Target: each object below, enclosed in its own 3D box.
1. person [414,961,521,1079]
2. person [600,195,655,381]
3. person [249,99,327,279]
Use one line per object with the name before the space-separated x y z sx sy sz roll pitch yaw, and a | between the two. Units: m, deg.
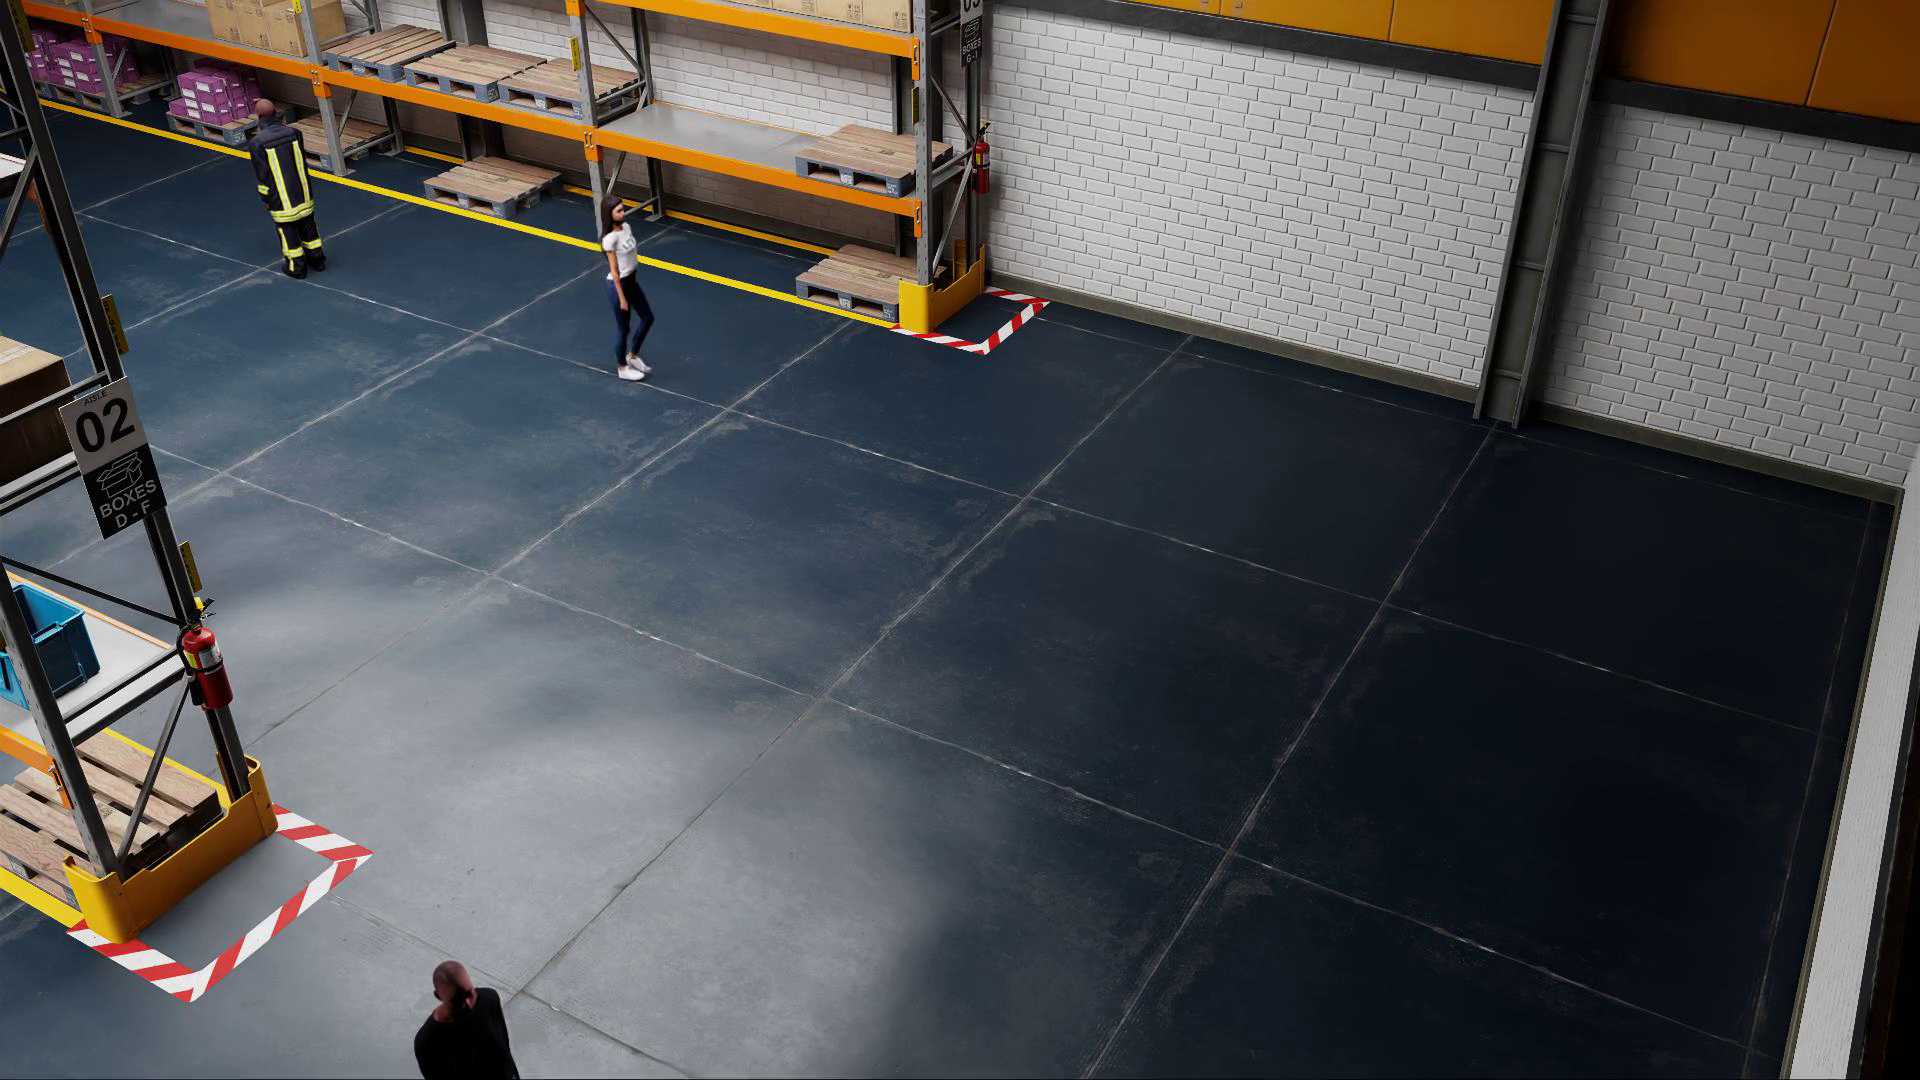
person | -2.219 2.552 7.637 0.568 1.750 0.619 23 40 31
person | -3.081 -2.236 14.828 0.656 1.764 0.667 9 35 13
person | -6.786 -3.568 16.778 0.734 1.822 0.783 26 42 34
